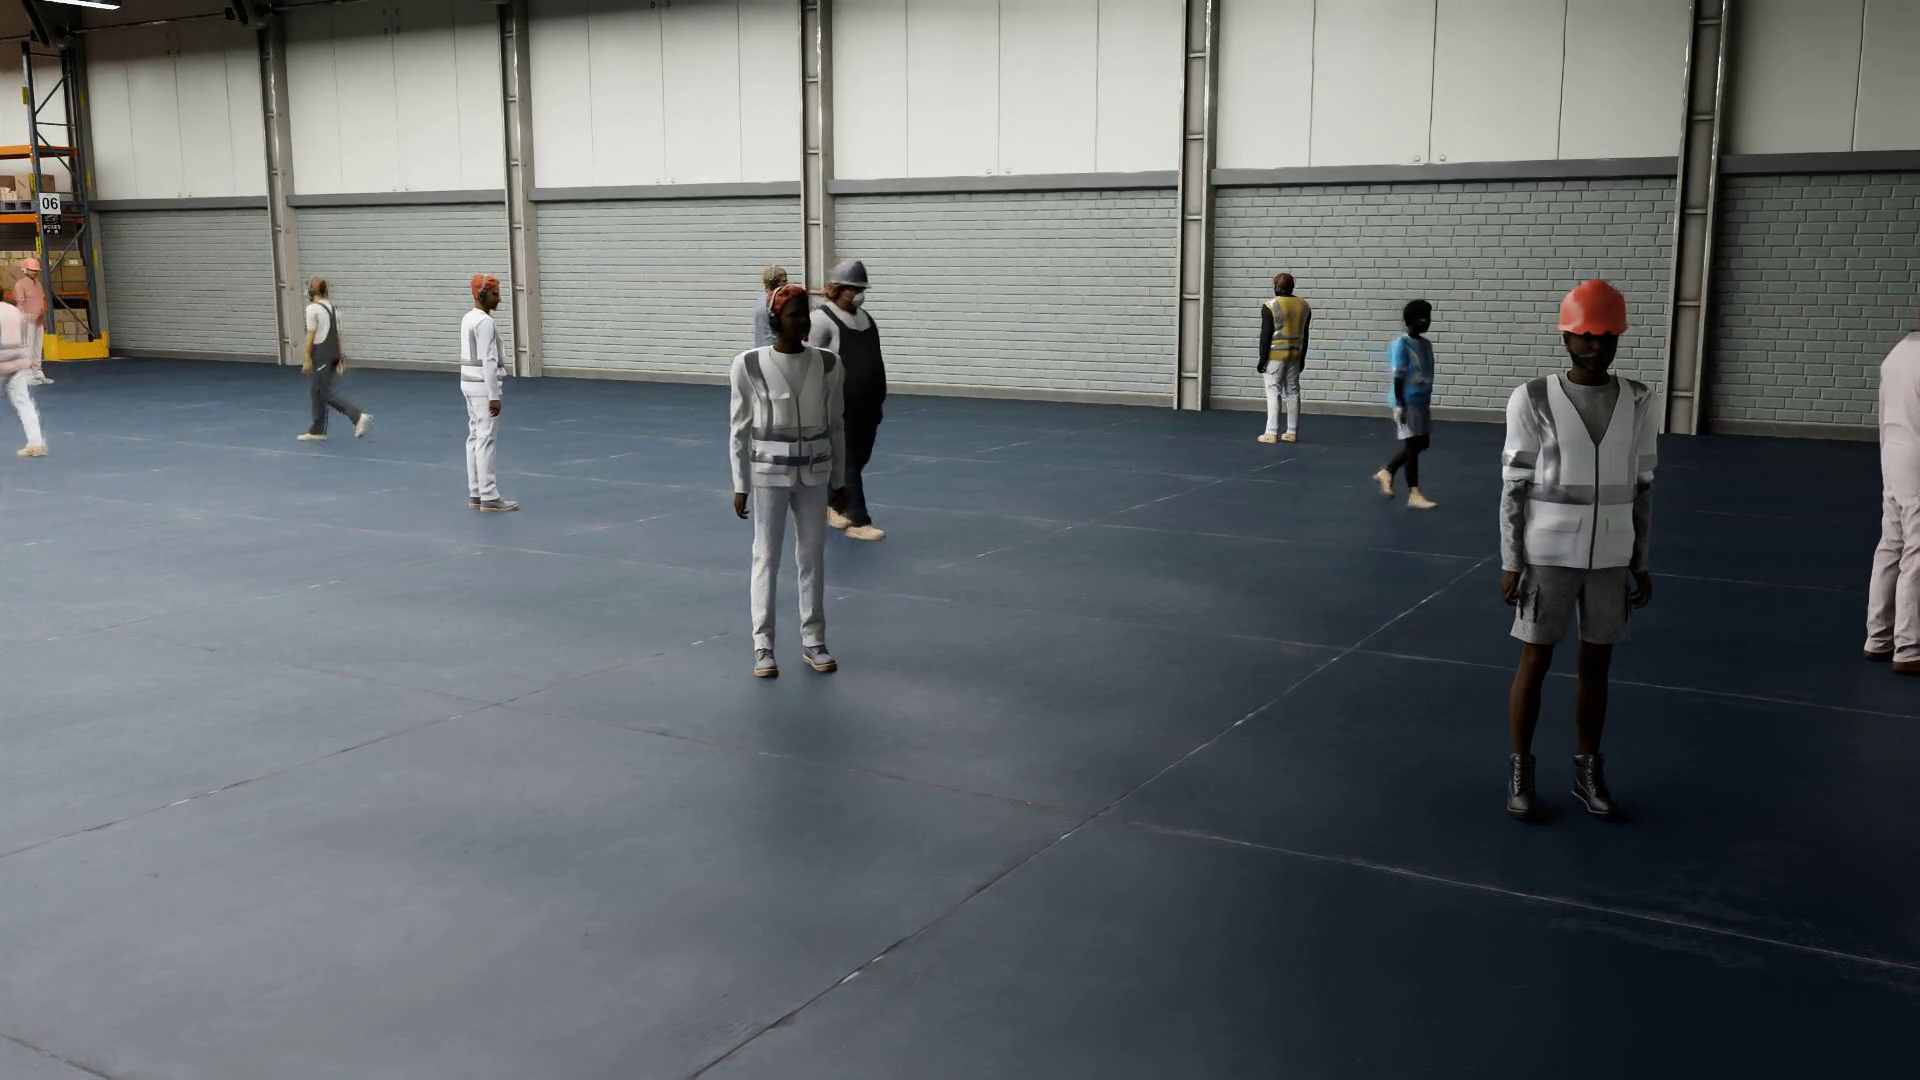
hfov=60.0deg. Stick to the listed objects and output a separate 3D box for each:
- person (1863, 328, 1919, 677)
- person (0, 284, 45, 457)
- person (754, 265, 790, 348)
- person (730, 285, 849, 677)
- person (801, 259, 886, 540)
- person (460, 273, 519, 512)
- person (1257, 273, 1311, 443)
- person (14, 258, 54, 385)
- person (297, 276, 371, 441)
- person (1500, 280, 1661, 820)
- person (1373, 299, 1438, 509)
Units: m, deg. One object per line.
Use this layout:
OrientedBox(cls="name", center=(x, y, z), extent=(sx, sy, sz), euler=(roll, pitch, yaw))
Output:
OrientedBox(cls="person", center=(4.697, -0.295, 8.060), extent=(0.403, 1.906, 0.651), euler=(1, 10, 6))
OrientedBox(cls="person", center=(-9.704, -1.720, 16.725), extent=(0.979, 1.789, 0.651), euler=(2, 10, 12))
OrientedBox(cls="person", center=(-1.778, -1.642, 15.853), extent=(0.355, 1.936, 0.637), euler=(0, 10, -1))
OrientedBox(cls="person", center=(-0.820, -0.284, 8.057), extent=(0.584, 1.883, 0.346), euler=(-4, 10, -22))
OrientedBox(cls="person", center=(-0.815, -1.047, 12.071), extent=(0.827, 2.000, 0.692), euler=(8, 12, 38))
OrientedBox(cls="person", center=(-3.782, -1.168, 13.241), extent=(0.361, 1.883, 0.575), euler=(-6, 11, -30))
OrientedBox(cls="person", center=(3.491, -1.974, 18.078), extent=(0.637, 1.842, 0.429), euler=(-5, 11, -26))
OrientedBox(cls="person", center=(-14.600, -3.439, 26.217), extent=(0.392, 1.990, 0.614), euler=(1, 10, 3))
OrientedBox(cls="person", center=(-6.835, -1.957, 18.069), extent=(0.797, 1.813, 0.520), euler=(1, 10, 4))
OrientedBox(cls="person", center=(2.210, 0.051, 5.944), extent=(0.552, 1.937, 0.356), euler=(0, 10, 0))
OrientedBox(cls="person", center=(3.633, -1.105, 13.458), extent=(0.630, 1.686, 0.540), euler=(9, 13, 44))
